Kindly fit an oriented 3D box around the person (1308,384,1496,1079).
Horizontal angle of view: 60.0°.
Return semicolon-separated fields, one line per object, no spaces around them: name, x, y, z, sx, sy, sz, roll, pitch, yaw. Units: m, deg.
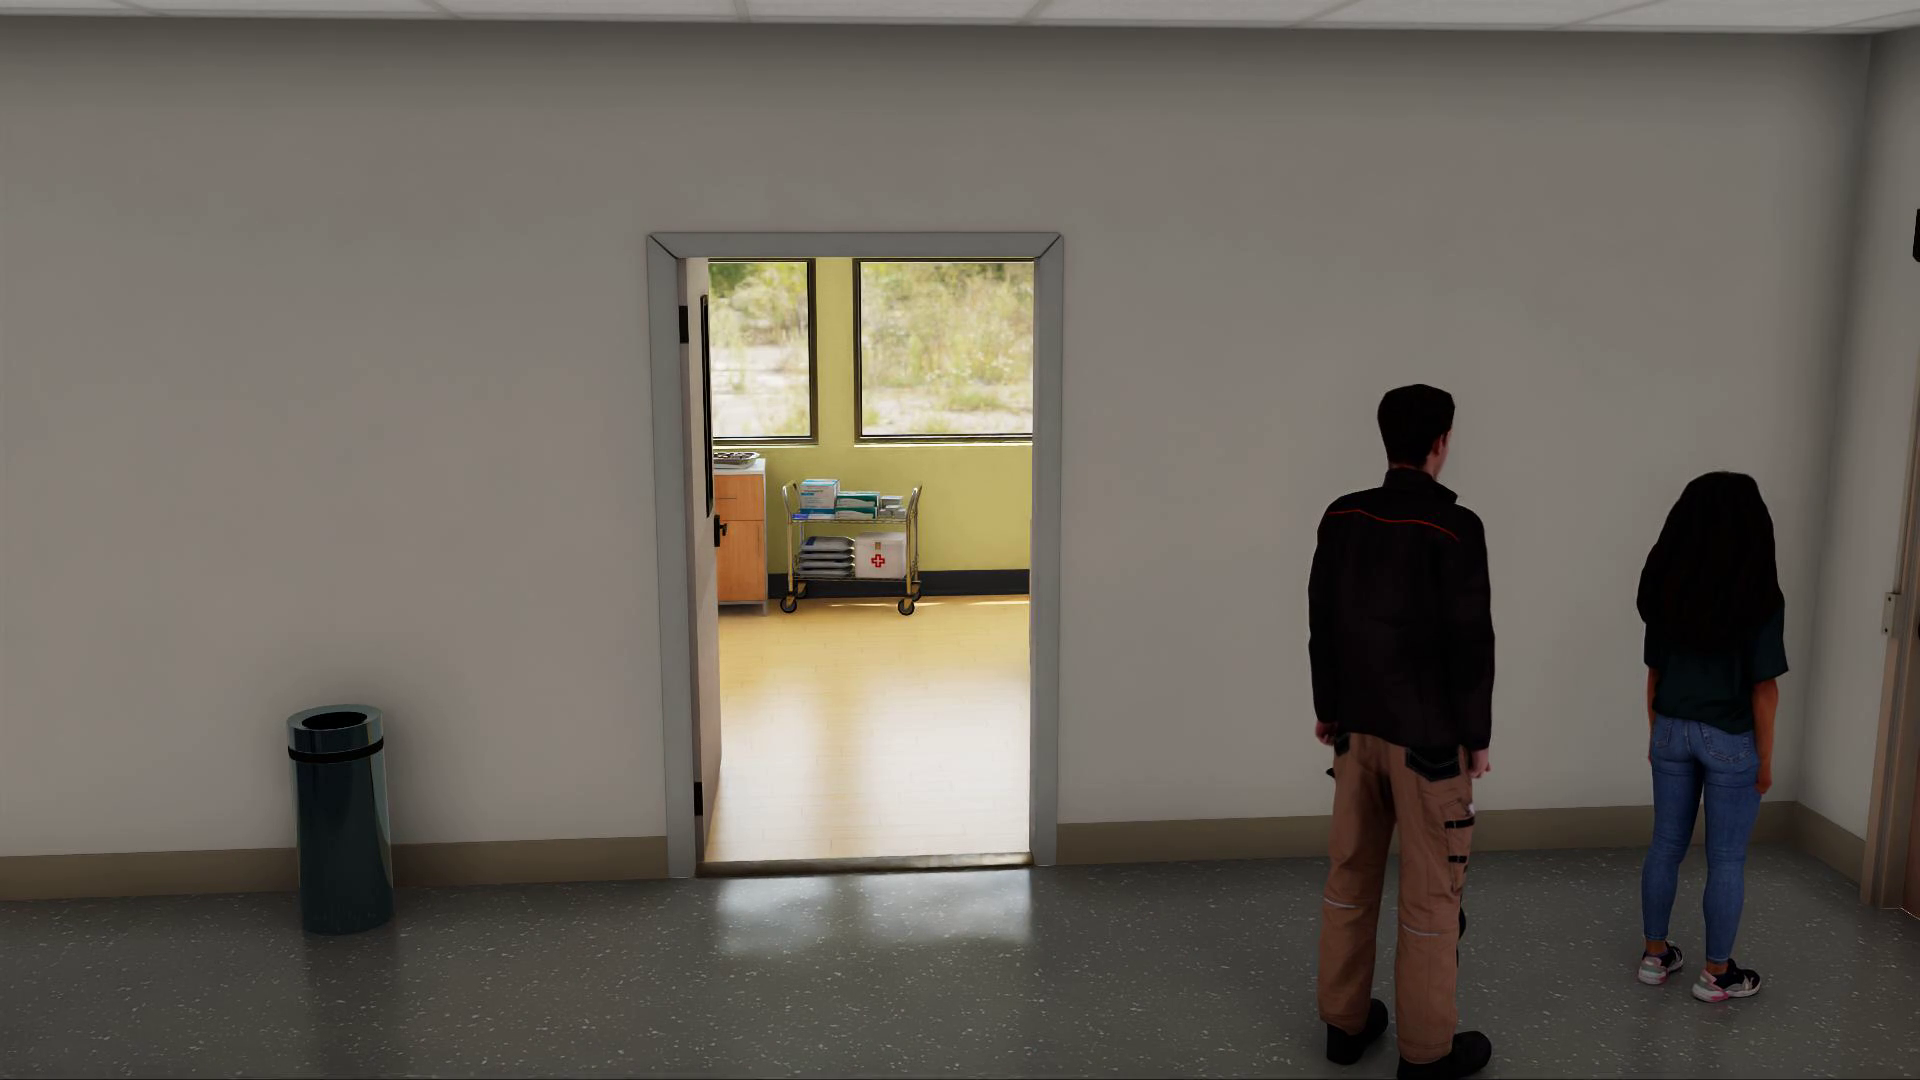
person;1.203;0.531;4.548;0.830;1.922;0.792;-10;15;-44

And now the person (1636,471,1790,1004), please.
person;2.268;0.590;5.054;0.756;1.617;0.714;-9;14;-39
